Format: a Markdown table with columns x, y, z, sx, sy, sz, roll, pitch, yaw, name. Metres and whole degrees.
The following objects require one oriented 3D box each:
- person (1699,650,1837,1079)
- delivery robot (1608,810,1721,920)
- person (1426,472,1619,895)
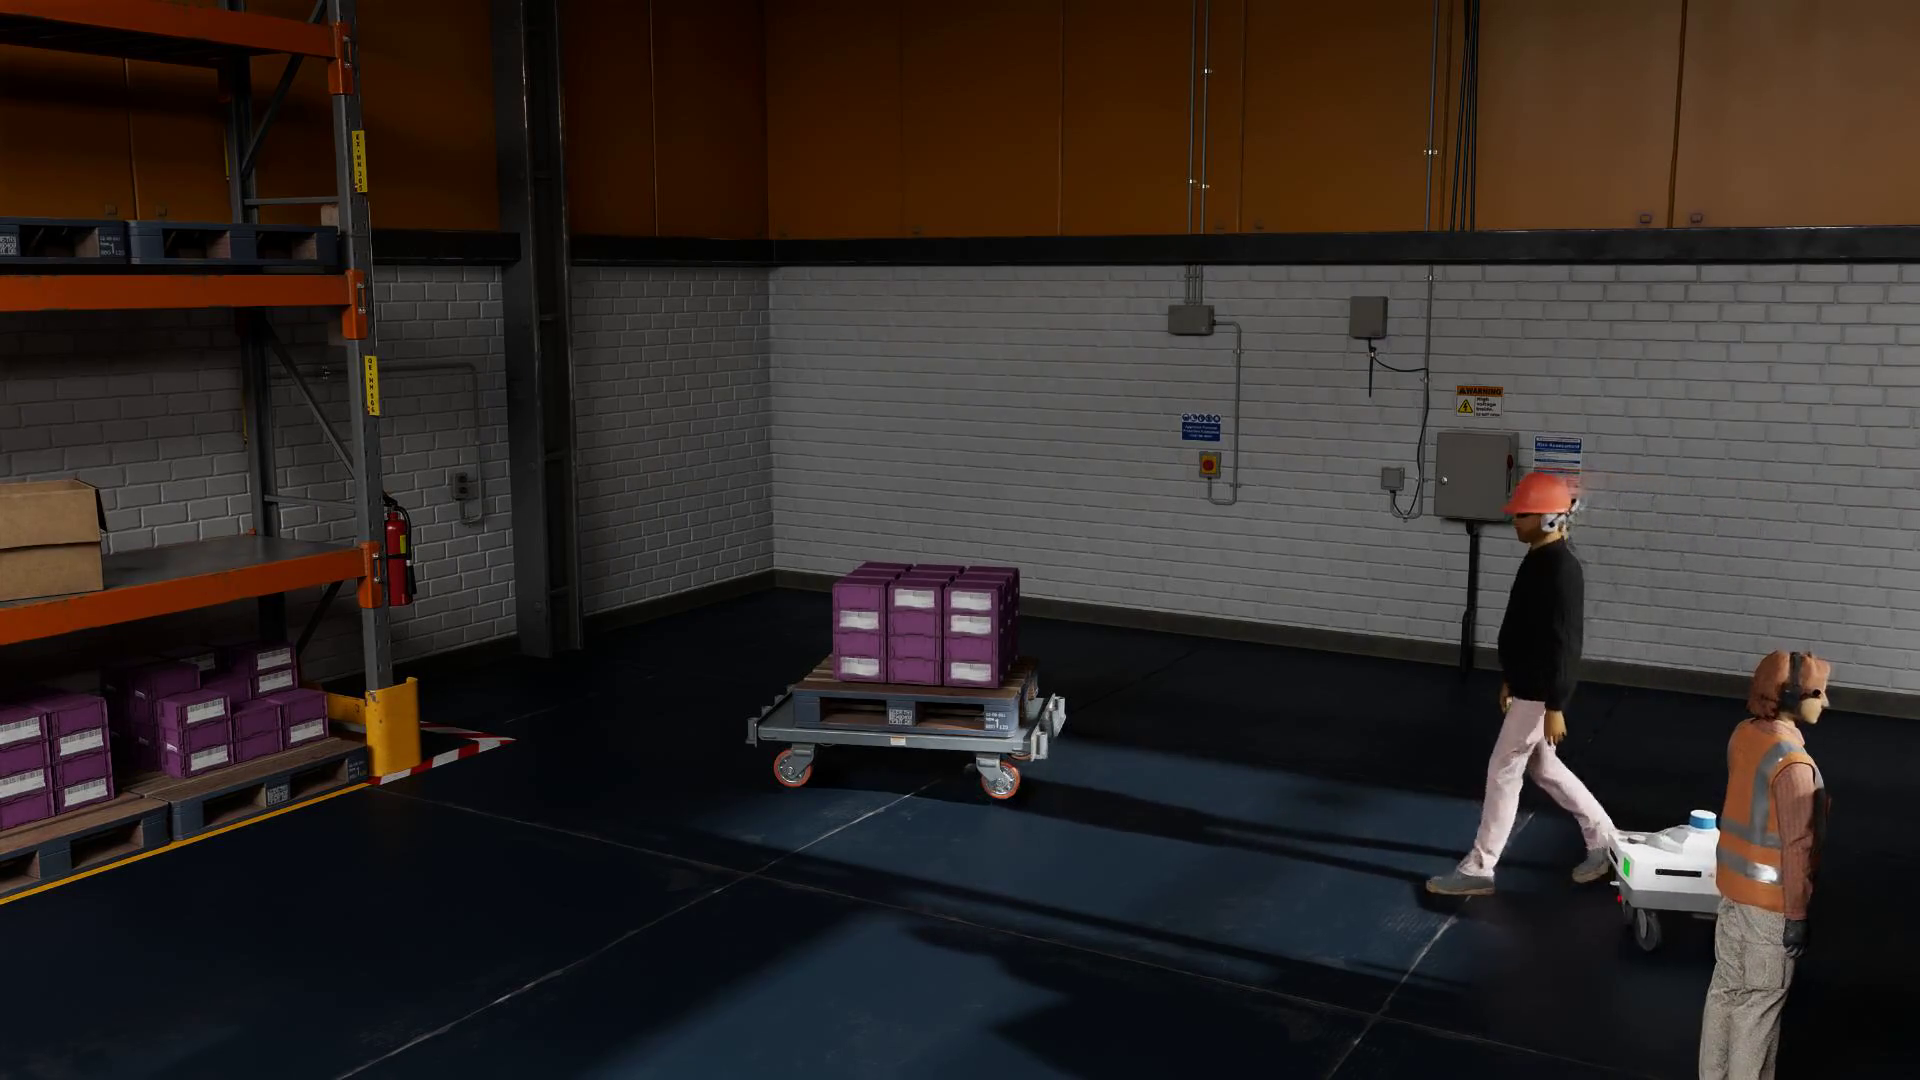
| x | y | z | sx | sy | sz | roll | pitch | yaw | name |
| --- | --- | --- | --- | --- | --- | --- | --- | --- | --- |
| 2.624 | 1.163 | 5.417 | 0.311 | 1.636 | 0.522 | 1 | 9 | 5 | person |
| 3.139 | 1.393 | 7.061 | 0.707 | 0.478 | 0.477 | 2 | 9 | 11 | delivery robot |
| 2.665 | 0.660 | 7.577 | 0.930 | 1.964 | 0.630 | 1 | 9 | 7 | person |
